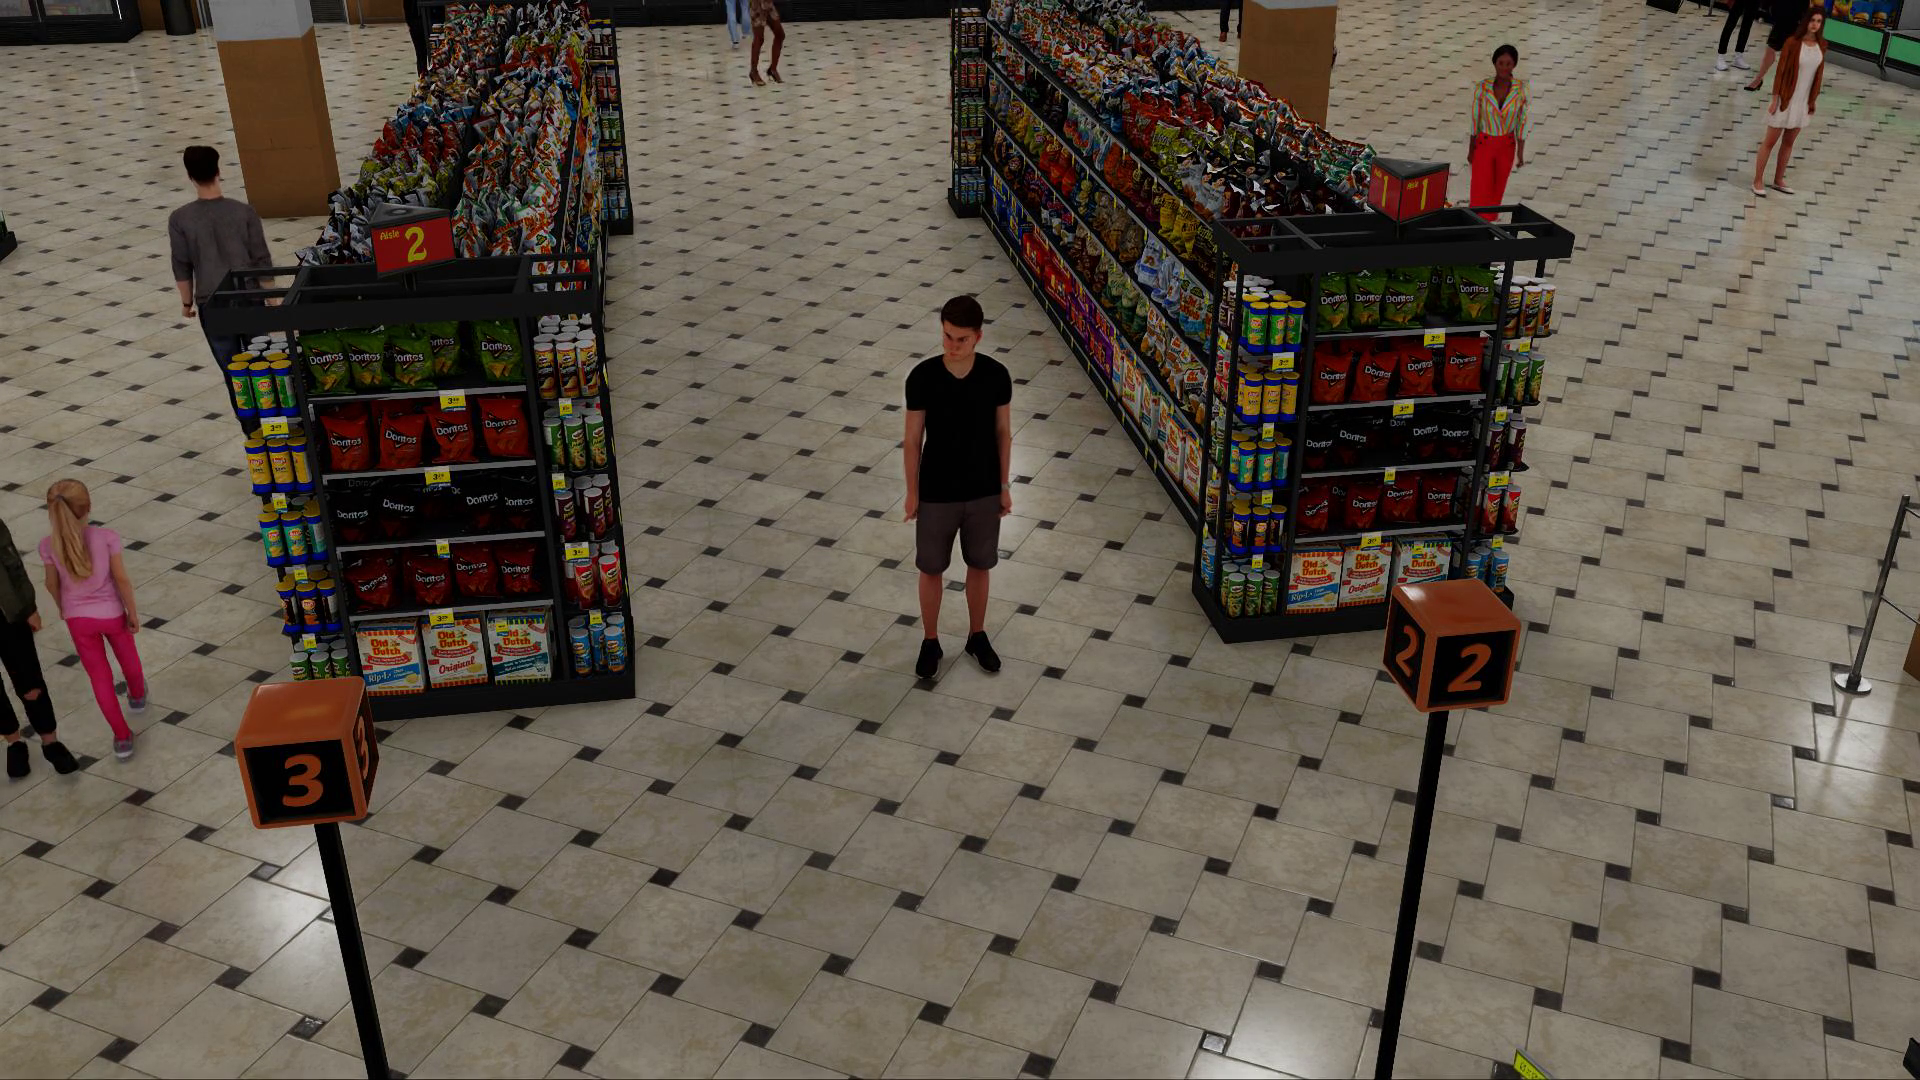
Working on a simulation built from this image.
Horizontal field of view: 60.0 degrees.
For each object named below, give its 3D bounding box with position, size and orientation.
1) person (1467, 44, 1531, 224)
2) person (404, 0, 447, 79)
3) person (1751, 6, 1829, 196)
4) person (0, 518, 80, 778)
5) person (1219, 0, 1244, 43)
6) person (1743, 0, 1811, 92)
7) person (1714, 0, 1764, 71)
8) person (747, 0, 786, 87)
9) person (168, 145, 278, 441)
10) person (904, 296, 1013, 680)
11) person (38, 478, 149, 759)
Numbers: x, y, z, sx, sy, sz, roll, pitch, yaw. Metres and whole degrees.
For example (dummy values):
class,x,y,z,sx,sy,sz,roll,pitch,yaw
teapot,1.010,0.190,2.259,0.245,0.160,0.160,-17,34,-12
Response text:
class,x,y,z,sx,sy,sz,roll,pitch,yaw
person,4.271,-3.051,13.331,0.831,1.746,1.216,4,27,8
person,-6.119,-5.929,19.072,0.600,1.685,0.529,-4,27,-7
person,7.689,-4.070,15.375,0.600,1.714,0.560,-4,27,-7
person,-4.108,0.326,6.983,0.685,1.465,0.712,-18,32,-32
person,3.755,-7.668,22.348,0.678,1.824,0.590,-4,27,-7
person,9.668,-6.014,19.321,0.851,1.612,1.100,-9,28,-17
person,9.738,-6.769,20.583,0.658,1.817,0.568,-4,27,-7
person,-2.413,-6.252,19.610,0.811,1.776,0.755,12,29,23
person,-4.269,-1.316,9.772,0.935,1.869,1.215,-14,30,-26
person,-0.002,-0.252,7.685,0.661,1.860,0.570,-4,27,-7
person,-3.719,0.360,7.157,0.626,1.247,0.860,-13,30,-24
